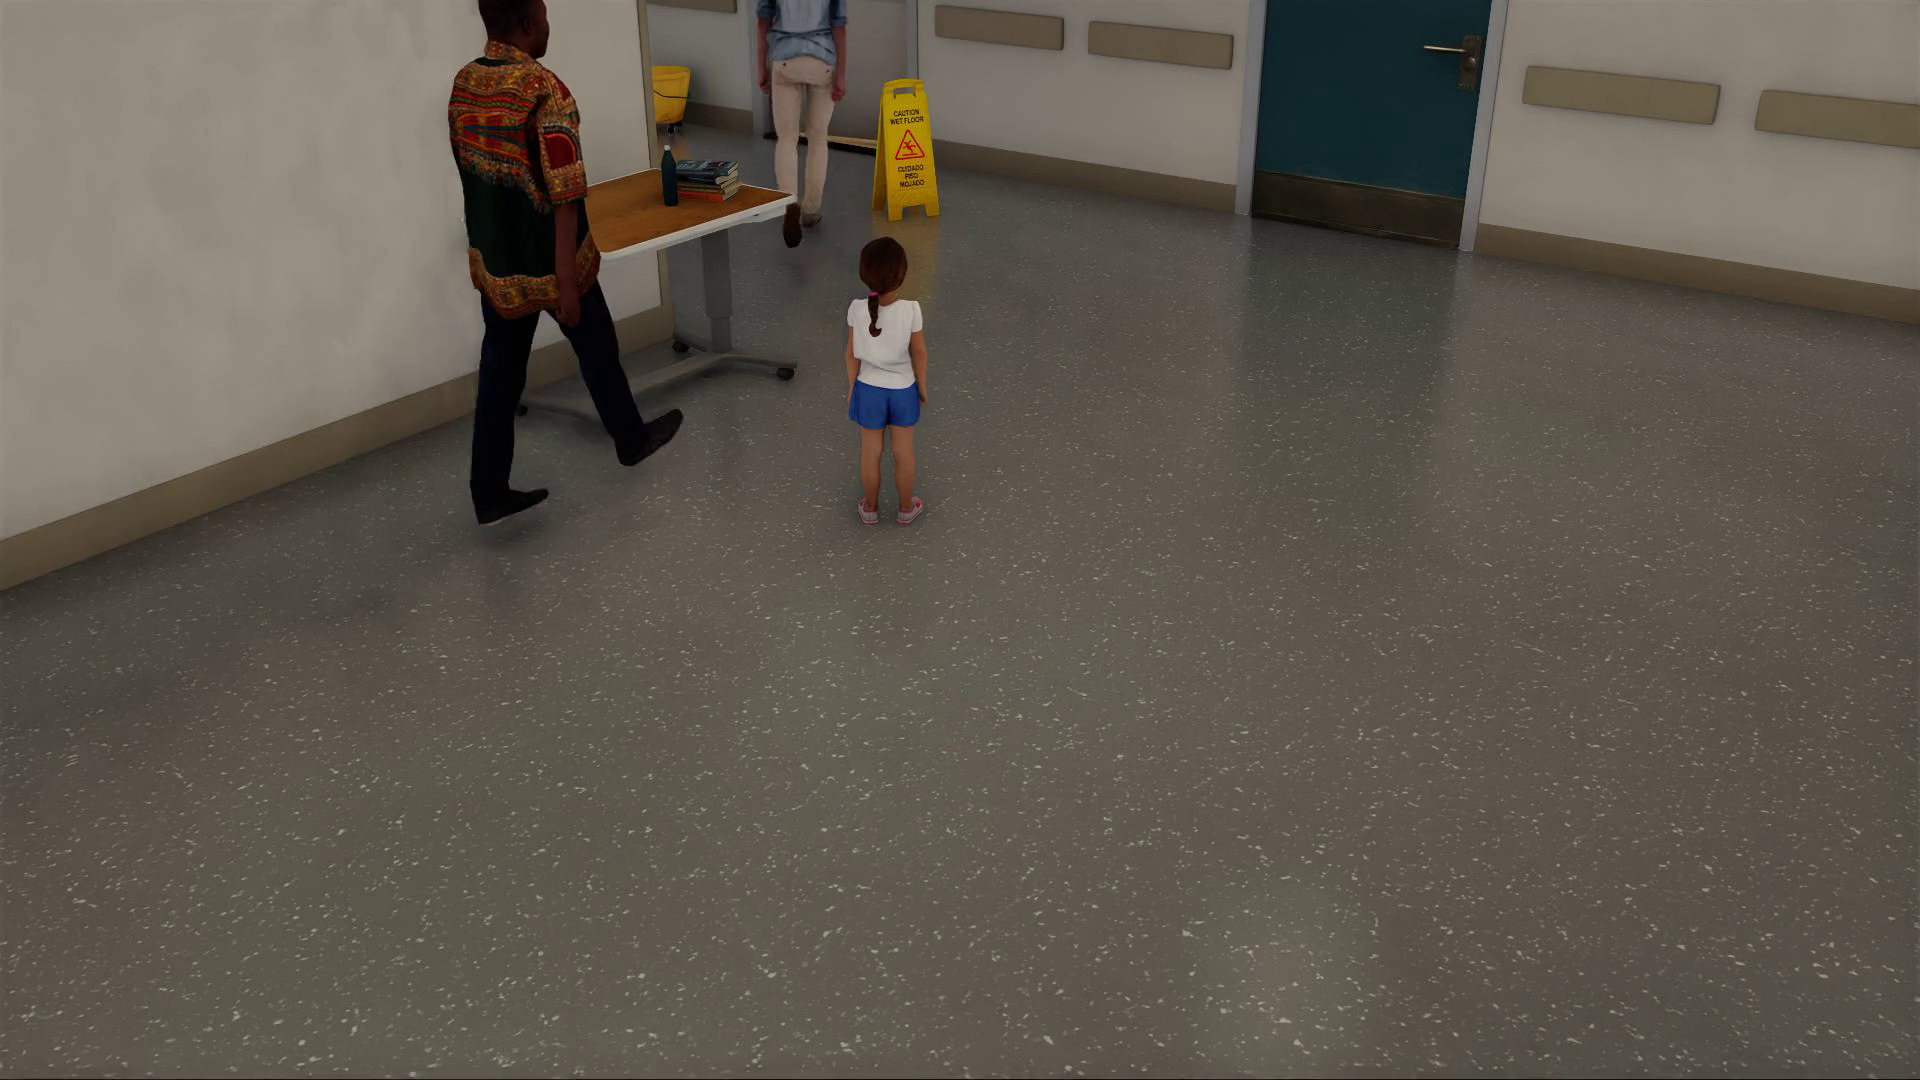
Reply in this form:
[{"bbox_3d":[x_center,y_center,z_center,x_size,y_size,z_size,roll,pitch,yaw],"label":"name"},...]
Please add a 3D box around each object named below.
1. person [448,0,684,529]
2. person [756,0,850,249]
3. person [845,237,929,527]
[{"bbox_3d":[-1.476,-0.878,5.480,1.085,1.751,0.760,16,30,30],"label":"person"},{"bbox_3d":[-0.817,-2.450,8.716,1.168,1.812,1.139,-2,26,-4],"label":"person"},{"bbox_3d":[-0.256,-0.532,5.652,0.469,1.019,0.548,1,26,2],"label":"person"}]
